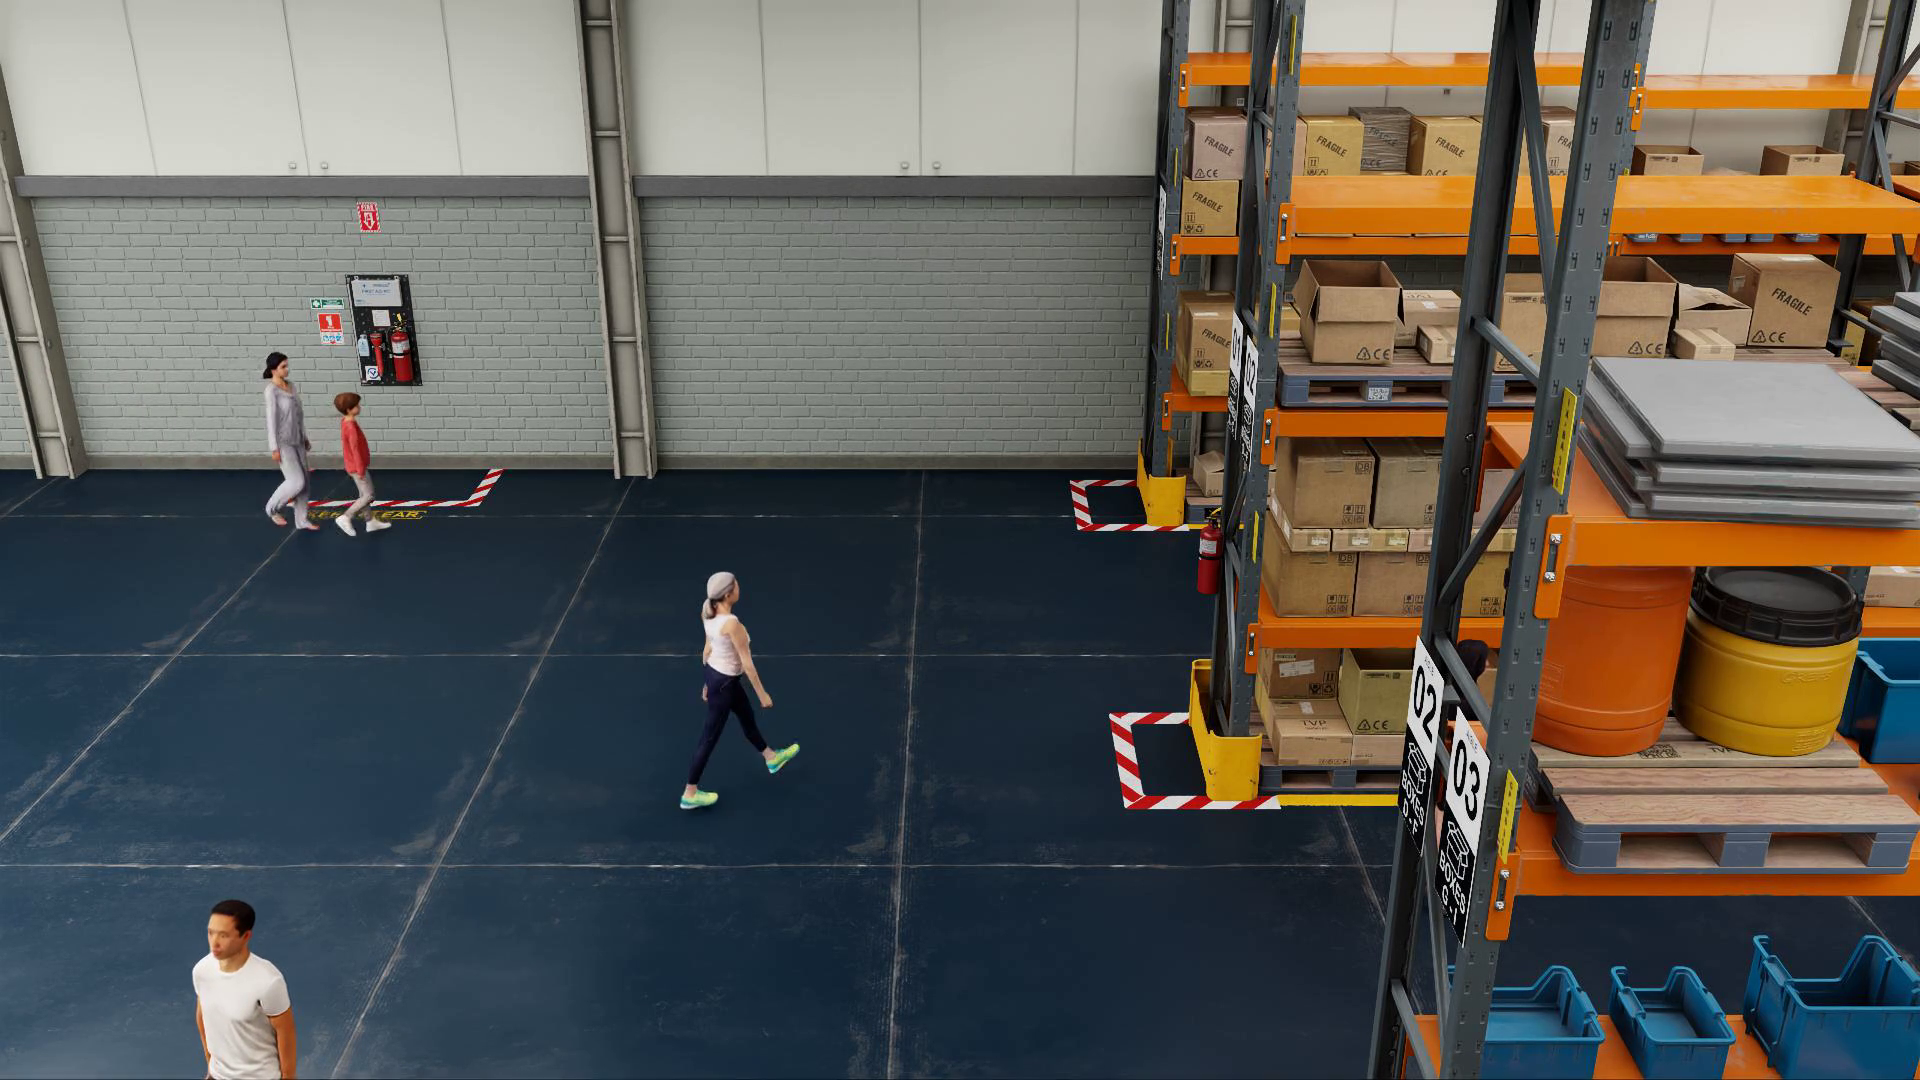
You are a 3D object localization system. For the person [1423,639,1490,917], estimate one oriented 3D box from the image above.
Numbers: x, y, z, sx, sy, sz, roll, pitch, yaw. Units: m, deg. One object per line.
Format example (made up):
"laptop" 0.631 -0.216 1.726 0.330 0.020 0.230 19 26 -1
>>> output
"person" 2.980 1.419 10.100 0.528 1.807 0.620 3 23 7

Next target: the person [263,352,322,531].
"person" -6.406 -0.917 15.650 0.768 1.762 0.671 3 23 7

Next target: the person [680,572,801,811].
"person" -1.665 1.055 11.159 1.257 1.647 1.034 -13 26 -29

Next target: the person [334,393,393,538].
"person" -5.699 -0.697 15.584 0.837 1.408 0.729 -13 26 -27

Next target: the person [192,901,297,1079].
"person" -3.260 2.440 7.701 0.568 1.805 0.748 6 24 14
